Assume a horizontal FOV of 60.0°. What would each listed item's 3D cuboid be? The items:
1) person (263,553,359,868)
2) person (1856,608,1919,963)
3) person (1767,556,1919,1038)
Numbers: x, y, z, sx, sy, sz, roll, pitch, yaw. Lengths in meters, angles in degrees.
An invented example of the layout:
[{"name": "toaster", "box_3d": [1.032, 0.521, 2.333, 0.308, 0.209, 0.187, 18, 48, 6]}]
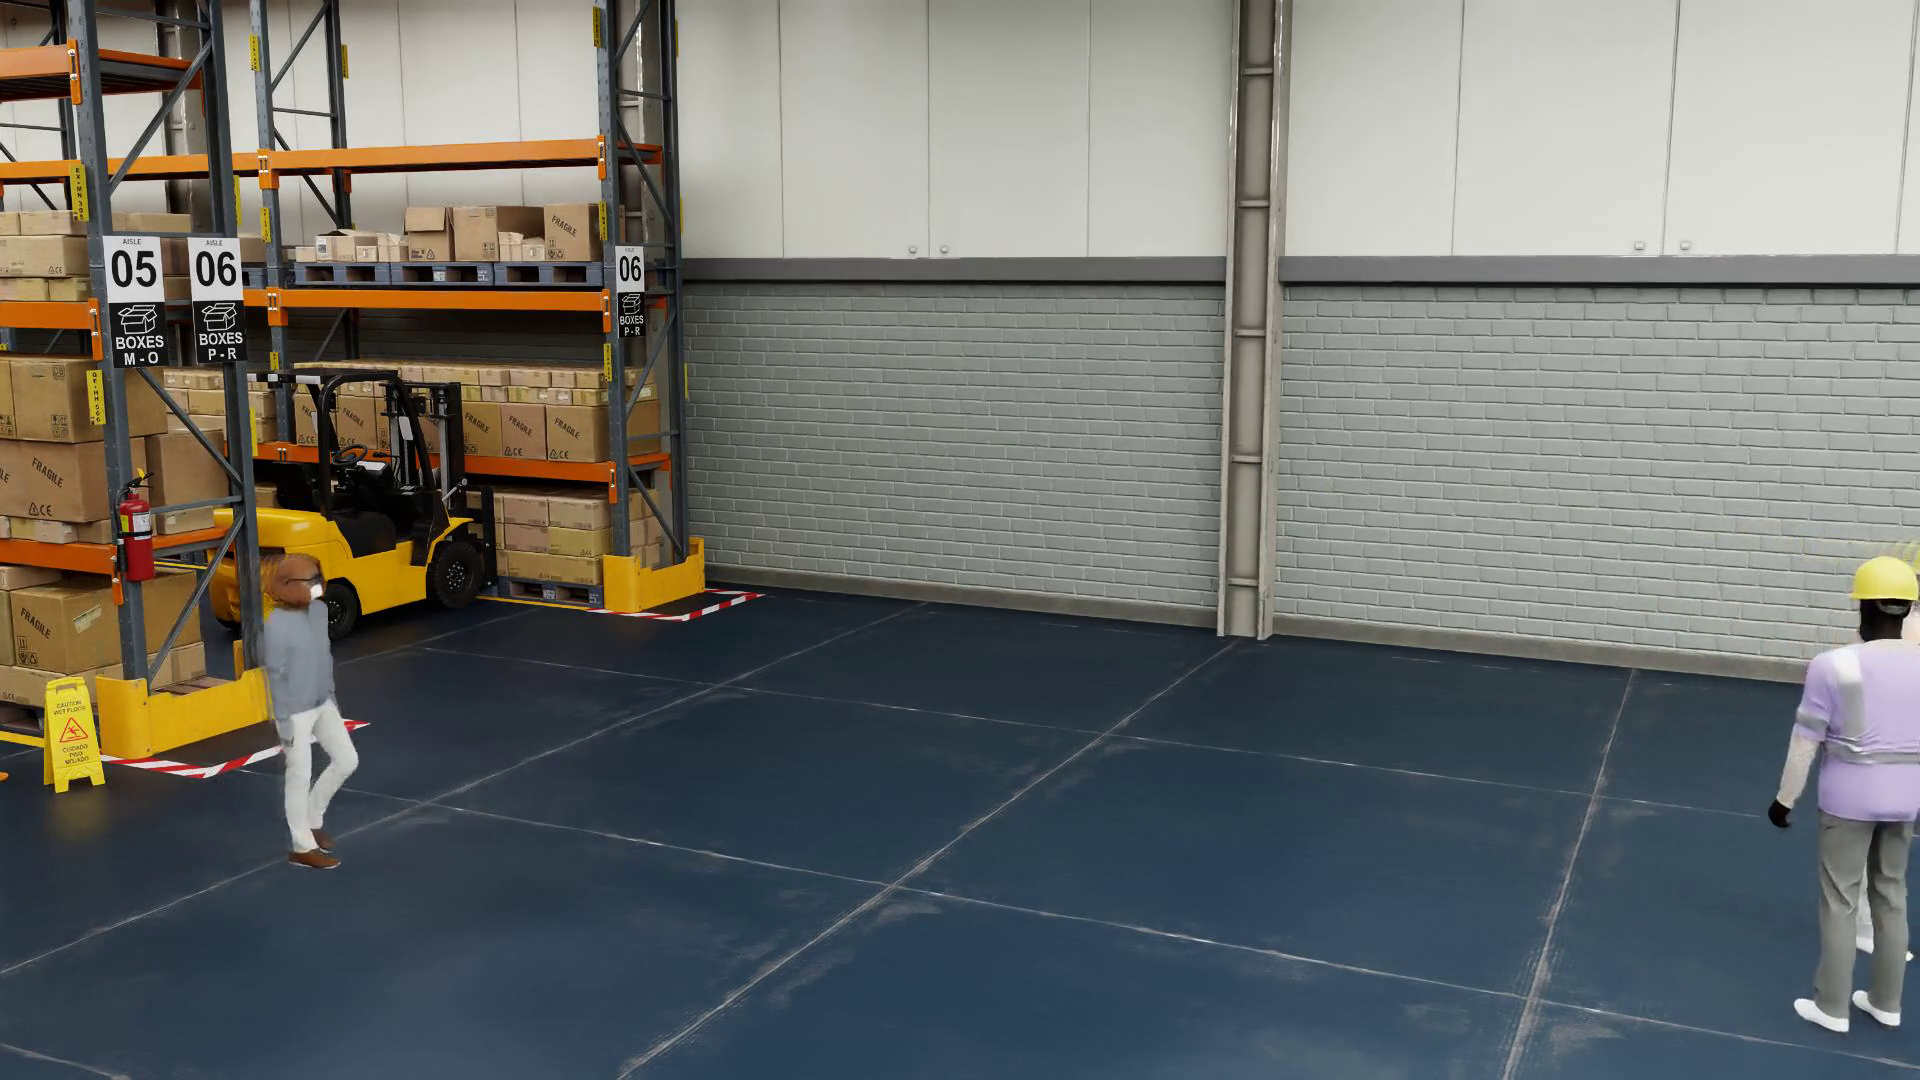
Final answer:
[{"name": "person", "box_3d": [-3.270, 0.864, 8.381, 0.341, 1.622, 0.522, 2, 9, 12]}, {"name": "person", "box_3d": [4.220, 0.937, 7.116, 0.583, 1.894, 0.784, -8, 12, -40]}, {"name": "person", "box_3d": [3.575, 1.015, 6.570, 0.600, 1.922, 0.407, 0, 9, -2]}]
